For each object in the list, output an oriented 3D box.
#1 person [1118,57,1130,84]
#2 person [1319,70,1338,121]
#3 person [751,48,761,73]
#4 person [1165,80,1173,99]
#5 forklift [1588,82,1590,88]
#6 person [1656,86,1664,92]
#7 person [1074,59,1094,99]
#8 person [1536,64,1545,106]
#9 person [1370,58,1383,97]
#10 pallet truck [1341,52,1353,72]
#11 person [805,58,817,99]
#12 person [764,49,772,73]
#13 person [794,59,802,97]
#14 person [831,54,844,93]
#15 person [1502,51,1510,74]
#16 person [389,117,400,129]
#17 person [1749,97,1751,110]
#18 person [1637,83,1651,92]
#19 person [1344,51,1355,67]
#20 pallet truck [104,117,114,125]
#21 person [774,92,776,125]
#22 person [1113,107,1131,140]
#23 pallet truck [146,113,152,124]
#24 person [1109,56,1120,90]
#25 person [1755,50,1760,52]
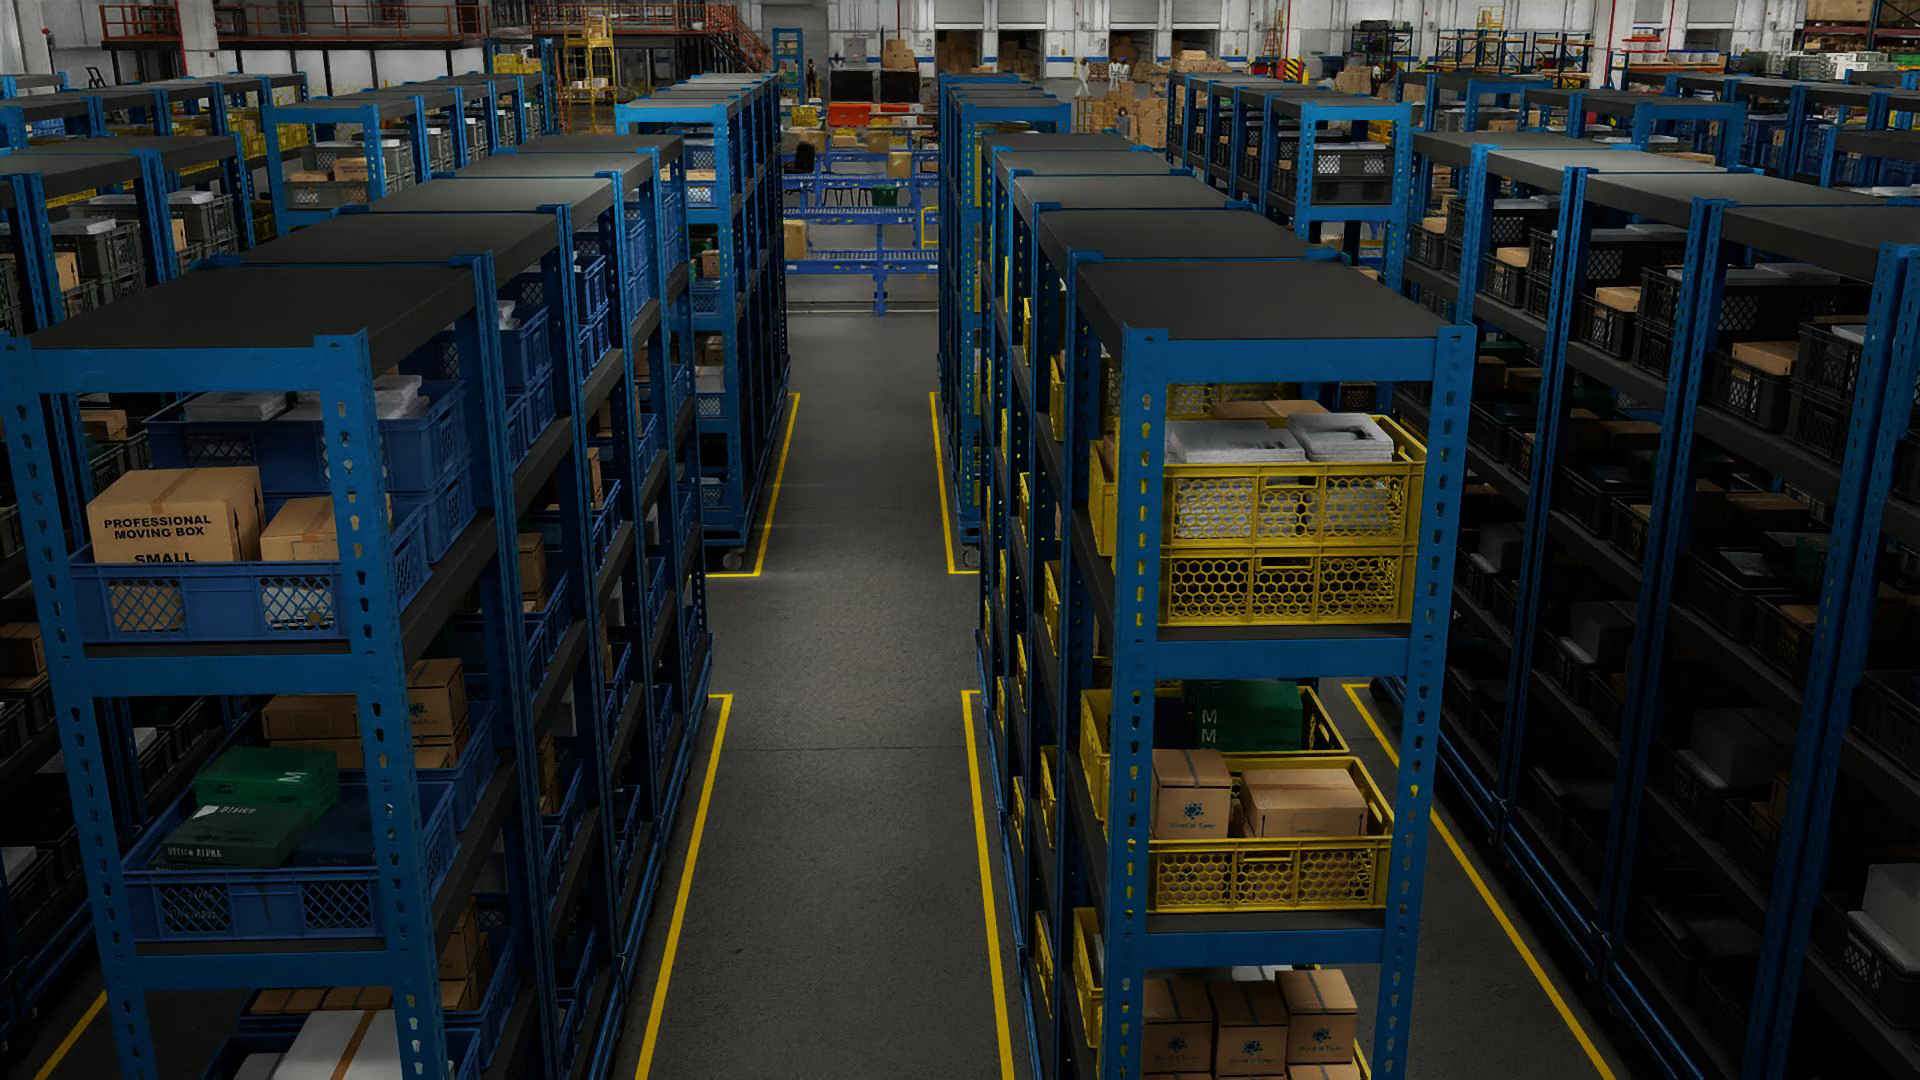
[{"bbox_3d":[7.412,-20.889,75.396,0.602,1.949,0.387,12,21,33],"label":"person"},{"bbox_3d":[13.923,-16.843,62.992,1.043,1.880,0.650,-1,18,-2],"label":"person"},{"bbox_3d":[-11.257,-26.158,91.773,0.584,1.911,0.392,-8,19,-22],"label":"person"},{"bbox_3d":[7.884,-16.726,62.620,0.998,1.889,0.581,6,19,18],"label":"person"},{"bbox_3d":[30.365,-22.372,78.493,1.129,2.768,1.873,8,20,24],"label":"forklift"},{"bbox_3d":[21.534,-13.071,51.359,0.643,1.863,1.014,-2,18,-5],"label":"person"},{"bbox_3d":[5.736,-21.328,76.945,0.977,1.830,0.600,5,18,14],"label":"person"},{"bbox_3d":[24.100,-18.859,69.268,0.526,1.859,0.316,-10,20,-28],"label":"person"},{"bbox_3d":[17.906,-19.667,71.469,0.537,2.000,0.679,-2,18,-5],"label":"person"},{"bbox_3d":[18.794,-23.123,82.231,0.823,1.965,1.885,-13,22,-35],"label":"pallet truck"},{"bbox_3d":[-6.895,-21.344,76.983,0.509,1.836,0.345,-4,18,-13],"label":"person"},{"bbox_3d":[-10.875,-26.727,93.673,0.782,1.819,0.637,2,18,6],"label":"person"},{"bbox_3d":[-7.489,-21.315,76.732,0.359,1.939,0.542,7,19,20],"label":"person"},{"bbox_3d":[-6.103,-23.171,82.601,0.587,1.873,1.019,-4,18,-14],"label":"person"},{"bbox_3d":[28.327,-24.464,86.493,0.361,1.932,0.630,-4,18,-13],"label":"person"},{"bbox_3d":[-18.047,-13.535,52.969,0.492,1.742,0.323,7,19,20],"label":"person"},{"bbox_3d":[21.241,-11.134,45.097,0.606,2.022,0.865,2,18,7],"label":"person"},{"bbox_3d":[24.997,-16.055,60.936,0.520,1.636,0.312,1,18,3],"label":"person"},{"bbox_3d":[20.367,-24.585,86.957,0.592,1.880,0.776,11,21,30],"label":"person"},{"bbox_3d":[-18.367,-7.885,35.078,1.885,1.965,0.823,1,18,2],"label":"pallet truck"},{"bbox_3d":[-6.024,-14.249,54.802,0.806,1.964,0.622,4,18,13],"label":"person"},{"bbox_3d":[4.417,-11.009,45.395,0.524,1.580,0.868,-3,18,-10],"label":"person"},{"bbox_3d":[-18.087,-8.309,36.390,1.885,1.965,0.823,-1,18,-4],"label":"pallet truck"},{"bbox_3d":[7.303,-21.911,78.684,0.574,1.877,0.354,-5,19,-15],"label":"person"},{"bbox_3d":[42.205,-25.054,88.383,0.601,1.889,0.908,-16,24,-40],"label":"person"}]
